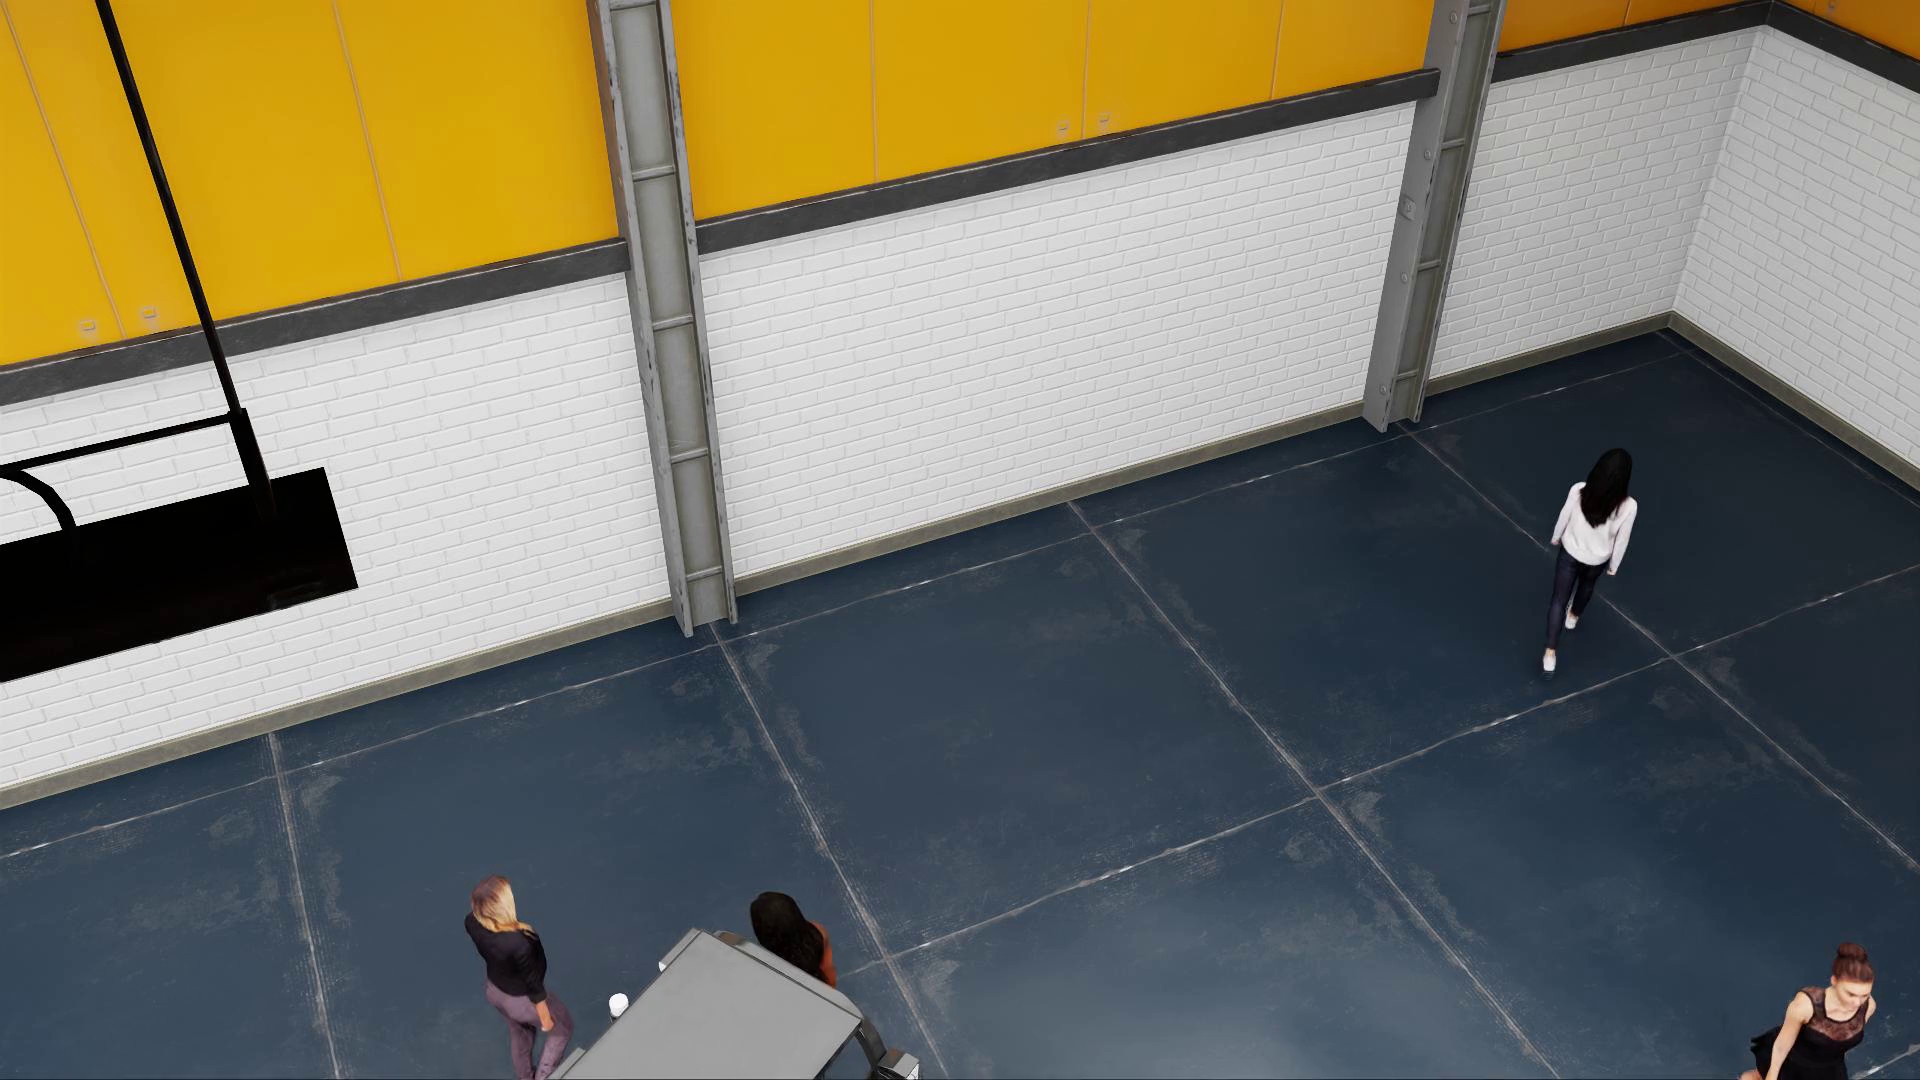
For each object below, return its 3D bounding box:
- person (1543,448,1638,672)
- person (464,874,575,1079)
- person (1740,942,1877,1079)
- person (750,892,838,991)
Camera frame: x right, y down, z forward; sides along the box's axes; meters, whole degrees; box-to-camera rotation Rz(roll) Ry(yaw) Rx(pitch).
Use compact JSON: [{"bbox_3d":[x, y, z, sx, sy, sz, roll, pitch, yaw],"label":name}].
[{"bbox_3d":[4.162,0.148,11.145,1.064,1.662,1.156,15,41,18],"label":"person"},{"bbox_3d":[-2.283,2.375,8.364,0.736,1.653,0.767,25,45,28],"label":"person"},{"bbox_3d":[4.122,2.512,8.204,1.090,1.637,0.986,2,39,2],"label":"person"},{"bbox_3d":[-0.779,2.428,8.195,1.095,1.779,1.224,27,46,30],"label":"person"}]
